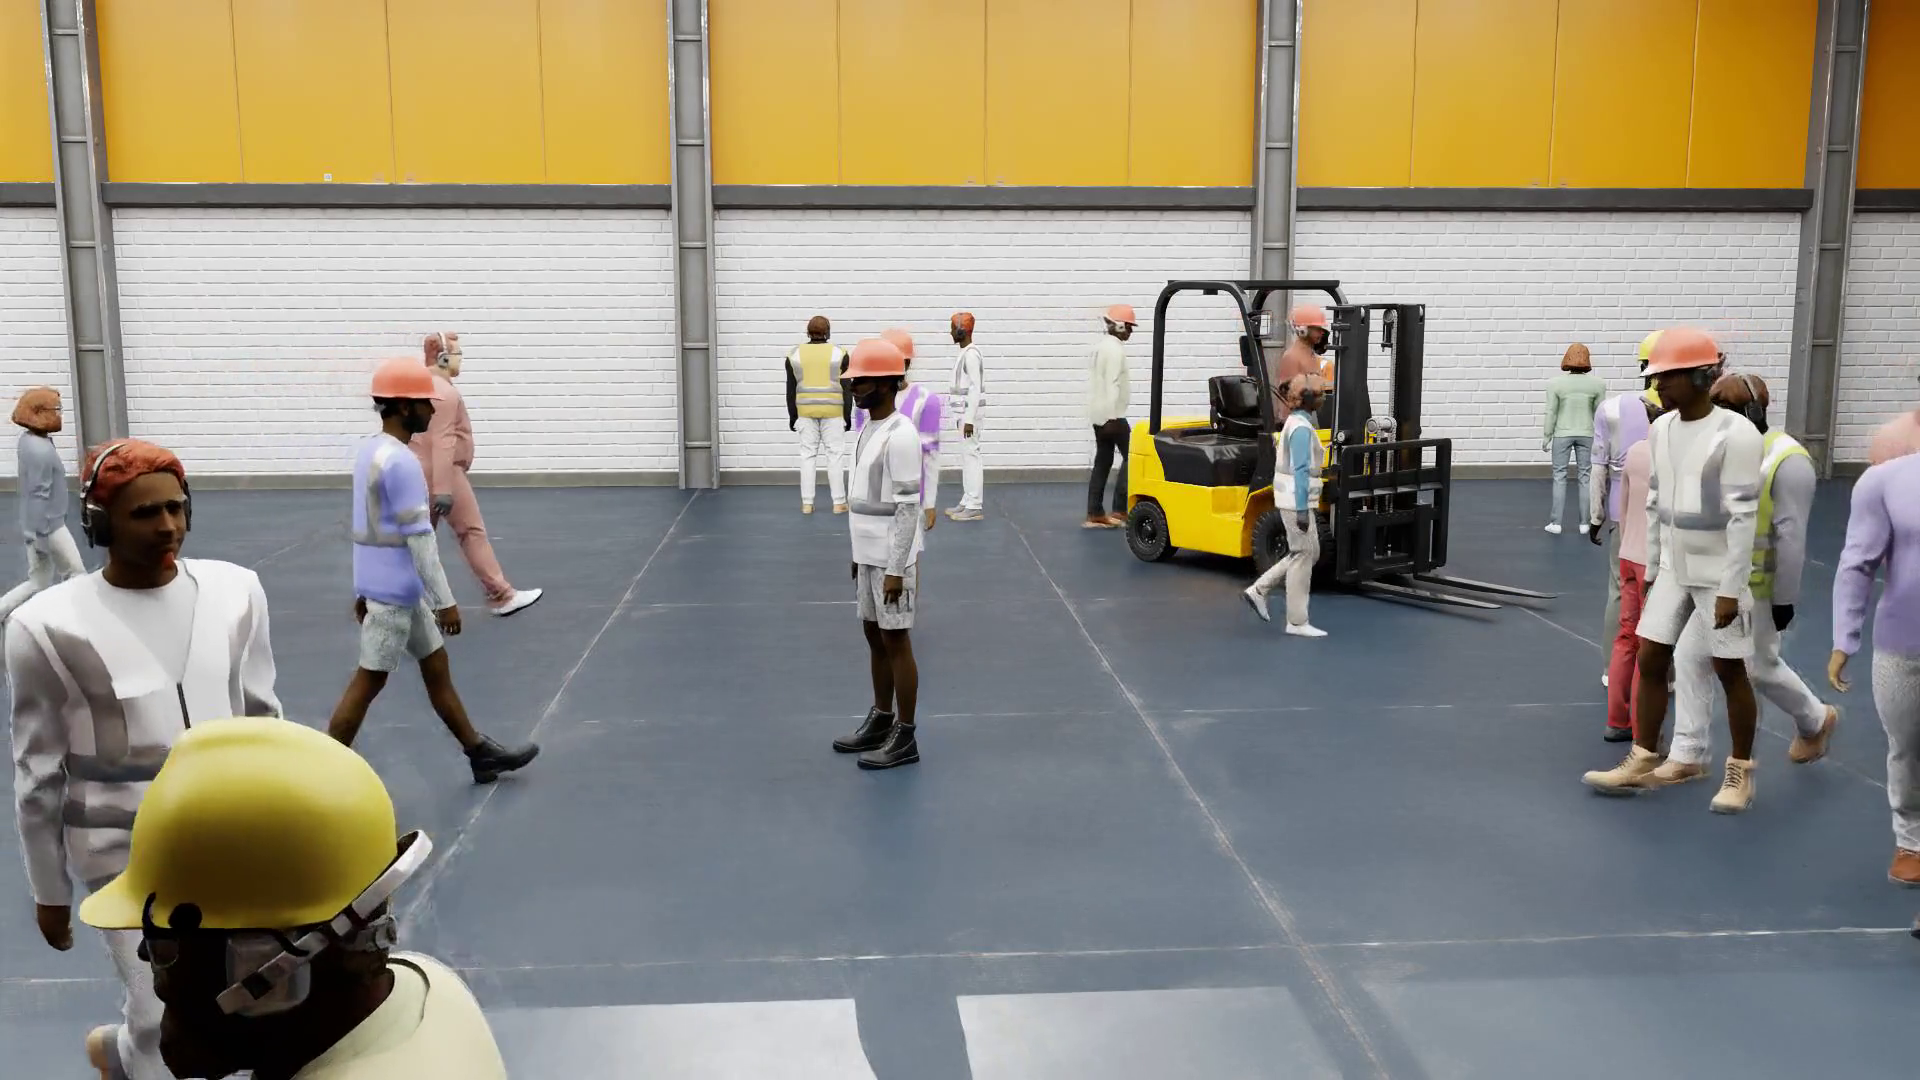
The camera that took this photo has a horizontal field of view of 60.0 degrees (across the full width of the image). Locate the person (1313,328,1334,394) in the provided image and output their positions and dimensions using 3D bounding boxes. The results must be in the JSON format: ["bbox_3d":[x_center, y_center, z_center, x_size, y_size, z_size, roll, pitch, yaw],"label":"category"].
[{"bbox_3d":[3.574,-1.296,16.805,0.321,1.690,0.530,-5,10,-30],"label":"person"}]

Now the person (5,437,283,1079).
[{"bbox_3d":[-1.862,0.685,3.824,0.770,1.865,0.585,7,11,36],"label":"person"}]

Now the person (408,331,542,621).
[{"bbox_3d":[-3.226,-0.391,10.579,0.980,1.851,0.674,-7,11,-36],"label":"person"}]

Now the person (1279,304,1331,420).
[{"bbox_3d":[2.742,-0.933,13.597,0.652,1.980,0.628,6,11,34],"label":"person"}]

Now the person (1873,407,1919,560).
[{"bbox_3d":[4.429,0.118,7.367,0.659,1.889,0.645,1,9,8],"label":"person"}]

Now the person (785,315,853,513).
[{"bbox_3d":[-1.295,-1.160,15.463,0.619,1.845,0.430,1,9,5],"label":"person"}]

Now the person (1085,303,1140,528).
[{"bbox_3d":[1.384,-1.077,14.549,0.657,1.960,0.630,-1,9,-9],"label":"person"}]

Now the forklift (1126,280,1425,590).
[{"bbox_3d":[2.301,-0.860,12.475,1.214,2.155,2.313,-6,11,-35],"label":"forklift"}]

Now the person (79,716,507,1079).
[{"bbox_3d":[-0.715,1.061,1.674,0.901,1.785,0.625,-2,9,-12],"label":"person"}]

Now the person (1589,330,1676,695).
[{"bbox_3d":[3.647,-0.143,8.809,0.594,1.925,0.376,5,11,31],"label":"person"}]

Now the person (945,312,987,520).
[{"bbox_3d":[0.060,-1.117,15.064,0.359,1.884,0.573,-1,9,-5],"label":"person"}]

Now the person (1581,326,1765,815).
[{"bbox_3d":[3.028,0.133,6.868,0.671,2.008,0.614,-3,10,-18],"label":"person"}]

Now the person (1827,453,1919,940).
[{"bbox_3d":[3.346,0.382,5.690,0.646,1.881,1.066,6,11,35],"label":"person"}]

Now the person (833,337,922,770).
[{"bbox_3d":[-0.366,0.060,7.506,0.354,1.939,0.544,-4,10,-24],"label":"person"}]

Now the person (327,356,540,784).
[{"bbox_3d":[-2.296,0.181,6.930,1.013,1.879,0.568,-5,10,-28],"label":"person"}]

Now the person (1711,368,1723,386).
[{"bbox_3d":[5.500,-0.541,12.285,0.523,1.621,0.635,2,9,12],"label":"person"}]

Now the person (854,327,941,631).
[{"bbox_3d":[-0.365,-0.274,9.667,0.542,1.924,0.483,3,9,17],"label":"person"}]

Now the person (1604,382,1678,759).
[{"bbox_3d":[3.230,0.117,7.683,0.320,1.767,0.534,-1,9,-4],"label":"person"}]

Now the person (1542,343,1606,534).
[{"bbox_3d":[5.254,-0.864,14.257,0.507,1.632,0.275,1,9,6],"label":"person"}]

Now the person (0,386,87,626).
[{"bbox_3d":[-5.184,-0.058,9.294,0.712,1.603,0.498,-7,12,-38],"label":"person"}]

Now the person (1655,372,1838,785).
[{"bbox_3d":[3.440,0.173,7.235,0.832,1.809,0.630,-4,10,-21],"label":"person"}]

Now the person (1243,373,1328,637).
[{"bbox_3d":[2.027,-0.208,10.176,0.432,1.627,0.517,2,9,11],"label":"person"}]
